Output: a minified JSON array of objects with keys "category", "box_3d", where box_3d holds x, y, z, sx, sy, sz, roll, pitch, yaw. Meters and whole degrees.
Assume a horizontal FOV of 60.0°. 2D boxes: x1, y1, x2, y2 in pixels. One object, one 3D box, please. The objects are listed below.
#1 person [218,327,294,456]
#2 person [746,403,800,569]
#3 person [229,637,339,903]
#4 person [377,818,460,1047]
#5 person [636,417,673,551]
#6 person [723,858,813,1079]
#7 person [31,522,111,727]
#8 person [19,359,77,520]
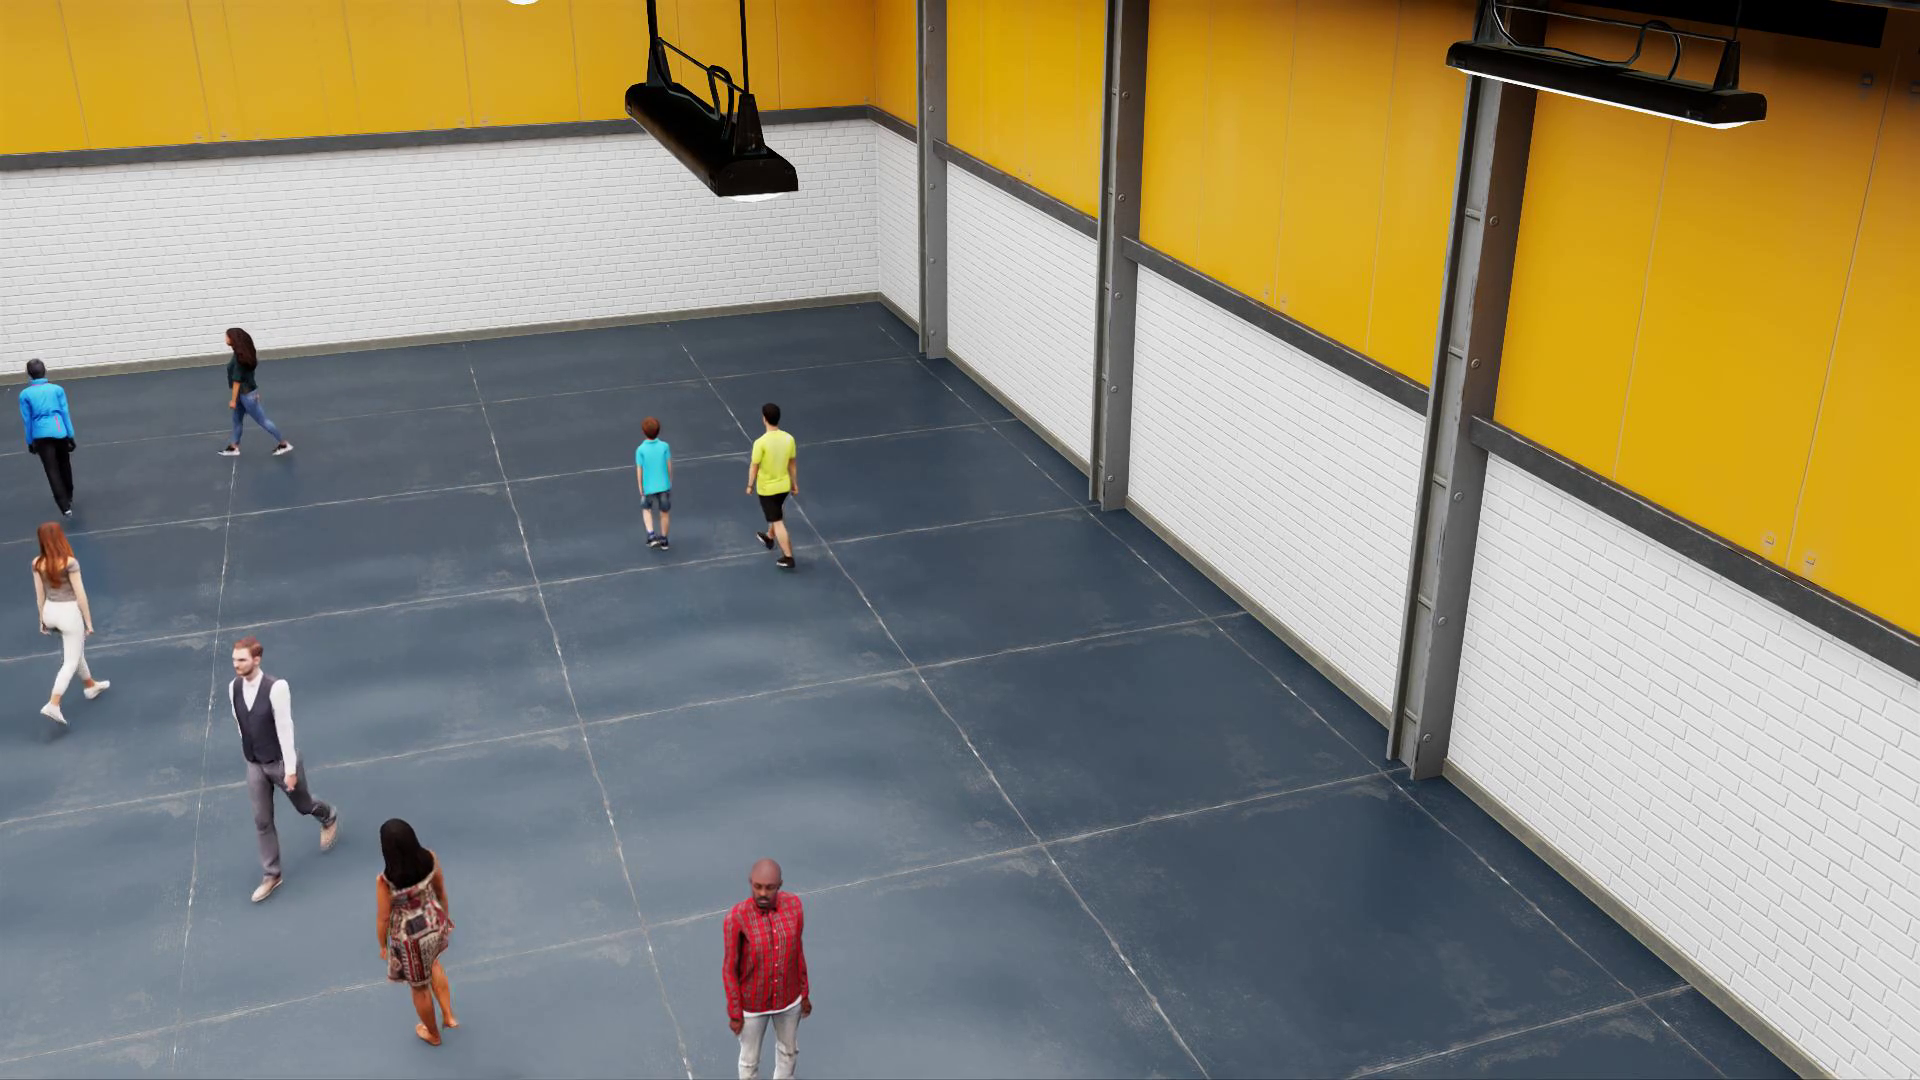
[{"category":"person","box_3d":[-8.390,-1.716,19.756,0.728,1.575,1.058,-5,24,-11]},{"category":"person","box_3d":[-1.851,-0.519,16.907,0.885,1.664,1.181,-19,30,-36]},{"category":"person","box_3d":[-4.843,1.540,11.893,1.079,1.908,1.265,5,24,12]},{"category":"person","box_3d":[-3.275,2.436,10.178,0.861,1.638,0.806,18,30,36]},{"category":"person","box_3d":[-3.147,-0.562,17.289,0.514,1.437,0.492,-8,25,-18]},{"category":"person","box_3d":[-1.114,2.603,9.573,0.681,1.817,0.611,-11,26,-24]},{"category":"person","box_3d":[-7.607,0.728,14.031,0.970,1.684,1.220,4,24,8]},{"category":"person","box_3d":[-9.858,-1.075,18.054,0.832,1.763,1.212,-16,28,-32]}]
